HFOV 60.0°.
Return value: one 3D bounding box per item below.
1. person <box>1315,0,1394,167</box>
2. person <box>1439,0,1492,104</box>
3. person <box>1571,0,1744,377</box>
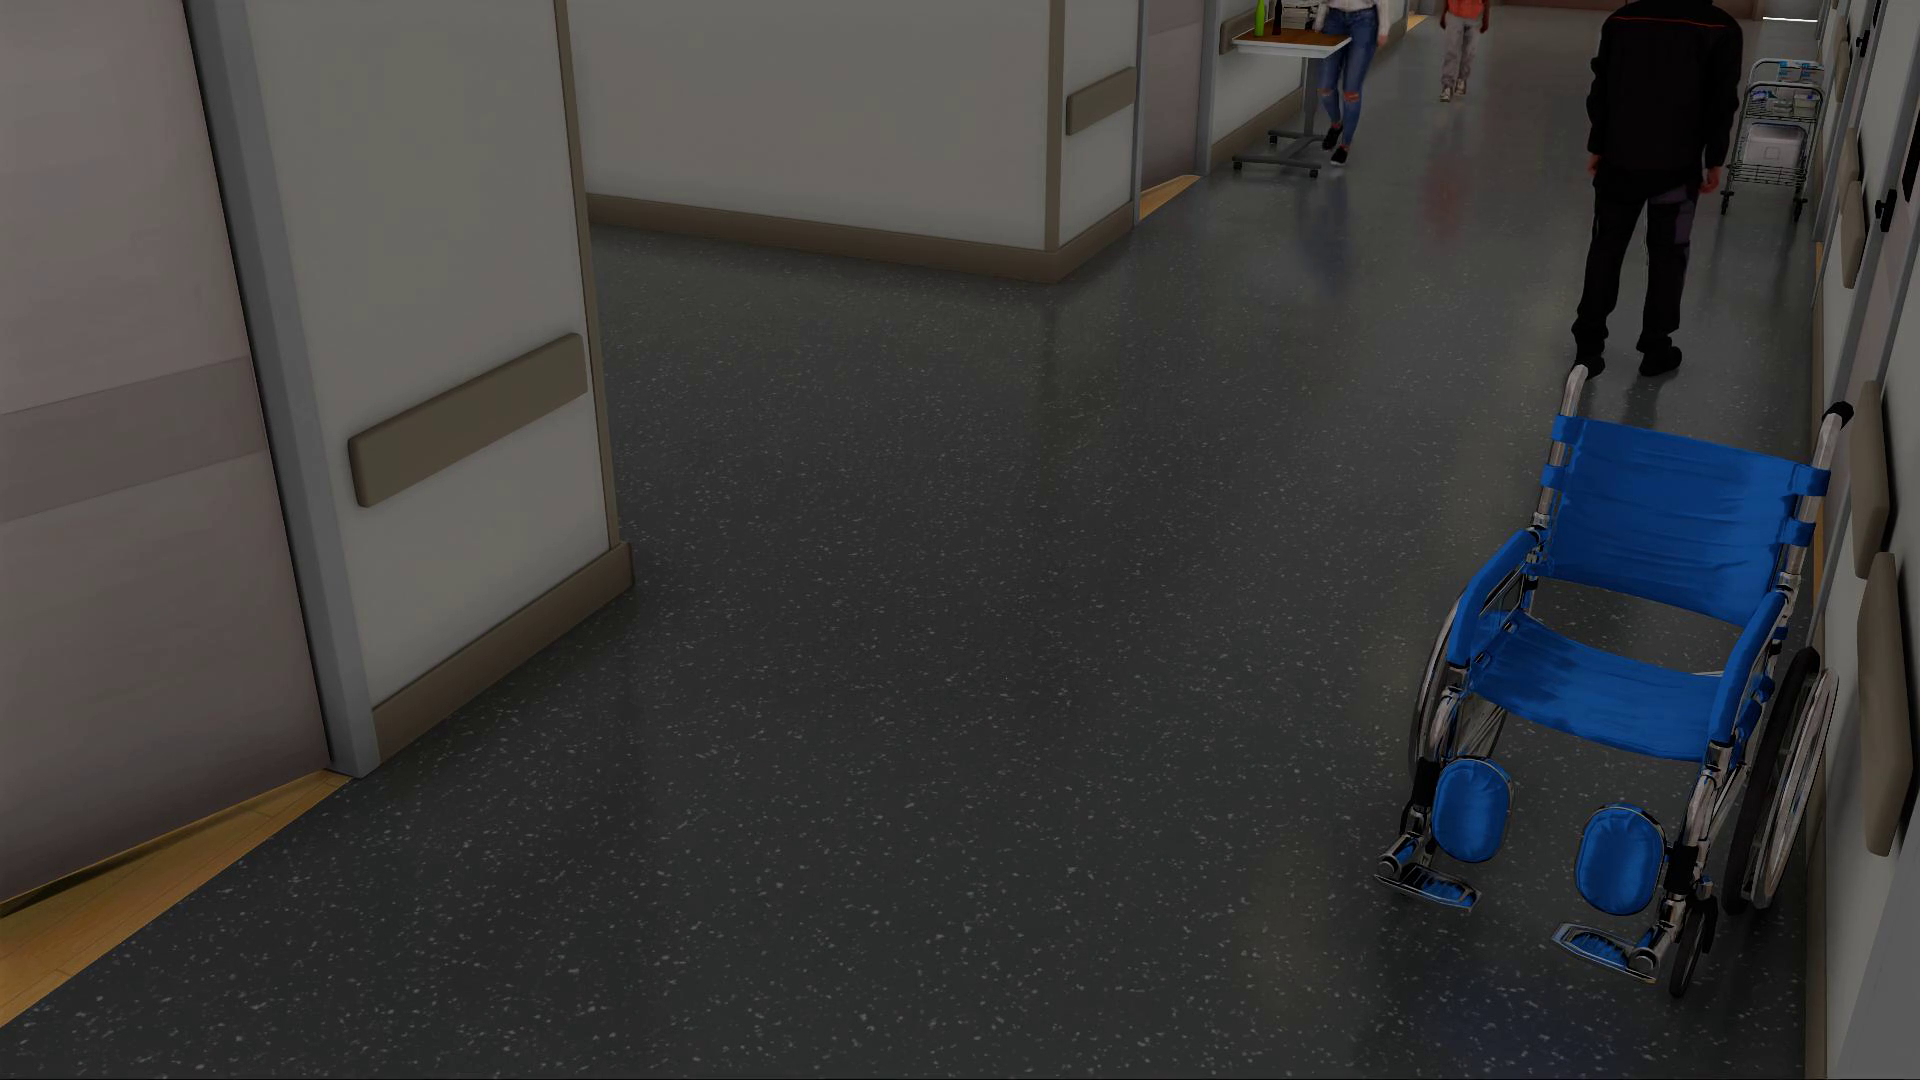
[{"bbox_3d":[2.464,-3.202,10.408,0.634,1.678,0.620,13,29,25],"label":"person"},{"bbox_3d":[3.755,-3.901,12.320,0.567,1.275,0.912,8,27,17],"label":"person"},{"bbox_3d":[2.886,-1.619,6.913,0.823,1.863,0.710,19,32,35],"label":"person"}]
